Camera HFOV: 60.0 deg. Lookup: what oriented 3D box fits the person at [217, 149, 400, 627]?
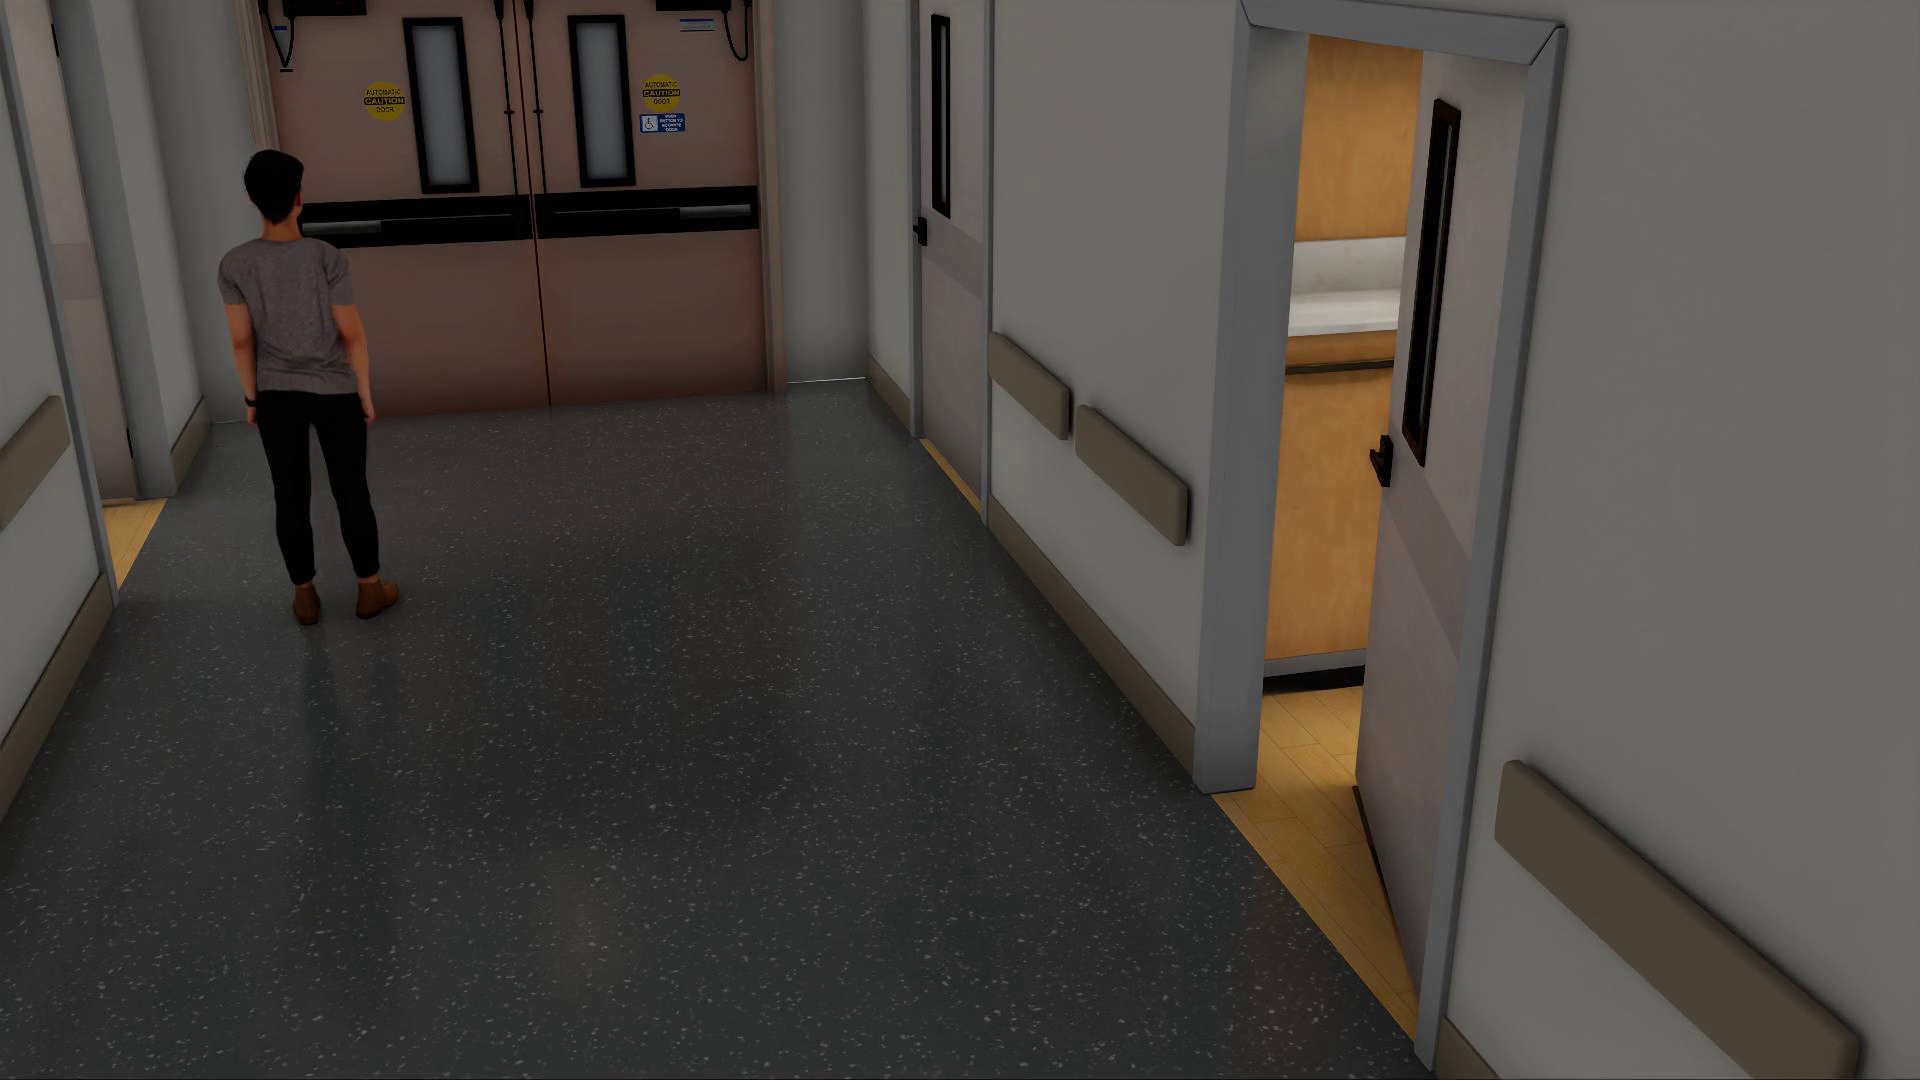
[{"bbox_3d":[-2.371,-0.538,6.025,0.622,1.722,0.542,-3,21,-9],"label":"person"}]
